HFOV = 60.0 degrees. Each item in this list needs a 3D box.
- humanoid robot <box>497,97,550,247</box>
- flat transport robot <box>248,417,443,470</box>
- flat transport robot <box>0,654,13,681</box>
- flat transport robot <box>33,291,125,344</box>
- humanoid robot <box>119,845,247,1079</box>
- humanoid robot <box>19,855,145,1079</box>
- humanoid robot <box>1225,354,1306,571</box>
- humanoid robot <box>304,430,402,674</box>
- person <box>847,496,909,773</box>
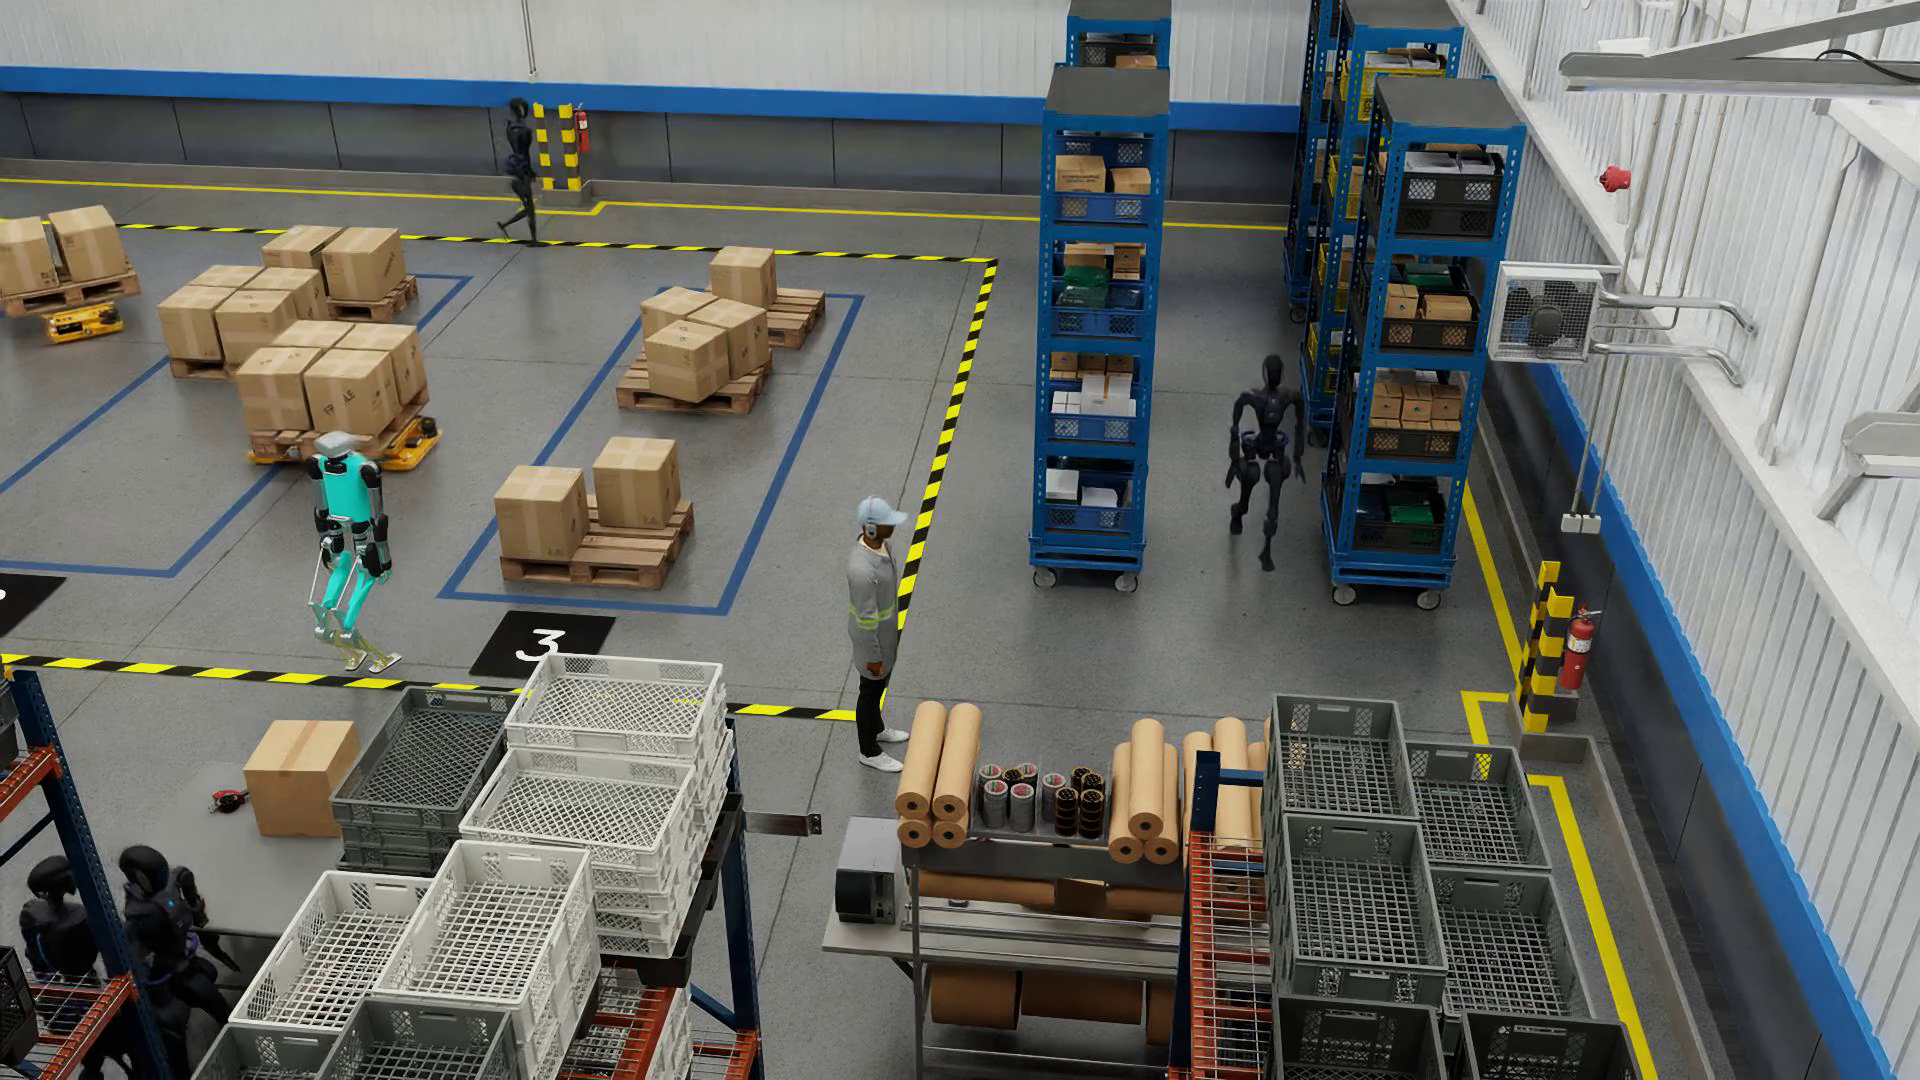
[{"bbox_3d":[-4.860,-4.002,18.150,0.572,1.638,0.610,-2,30,-4],"label":"humanoid robot"},{"bbox_3d":[-5.215,-0.858,14.120,1.431,0.197,0.652,3,30,6],"label":"flat transport robot"},{"bbox_3d":[-7.142,0.969,11.010,1.431,0.231,0.659,3,30,6],"label":"flat transport robot"},{"bbox_3d":[-8.901,-2.363,16.704,0.652,0.197,1.431,-19,35,-29],"label":"flat transport robot"},{"bbox_3d":[-3.620,2.070,7.725,0.469,1.653,0.612,6,31,10],"label":"humanoid robot"},{"bbox_3d":[-3.996,2.142,7.591,0.596,1.633,0.373,9,32,16],"label":"humanoid robot"},{"bbox_3d":[2.269,-0.635,12.386,0.601,1.639,0.688,-1,30,-2],"label":"humanoid robot"},{"bbox_3d":[-4.040,0.161,10.803,0.533,1.677,0.735,9,31,15],"label":"humanoid robot"},{"bbox_3d":[-0.494,0.559,10.139,0.370,1.852,0.588,3,30,5],"label":"person"}]
